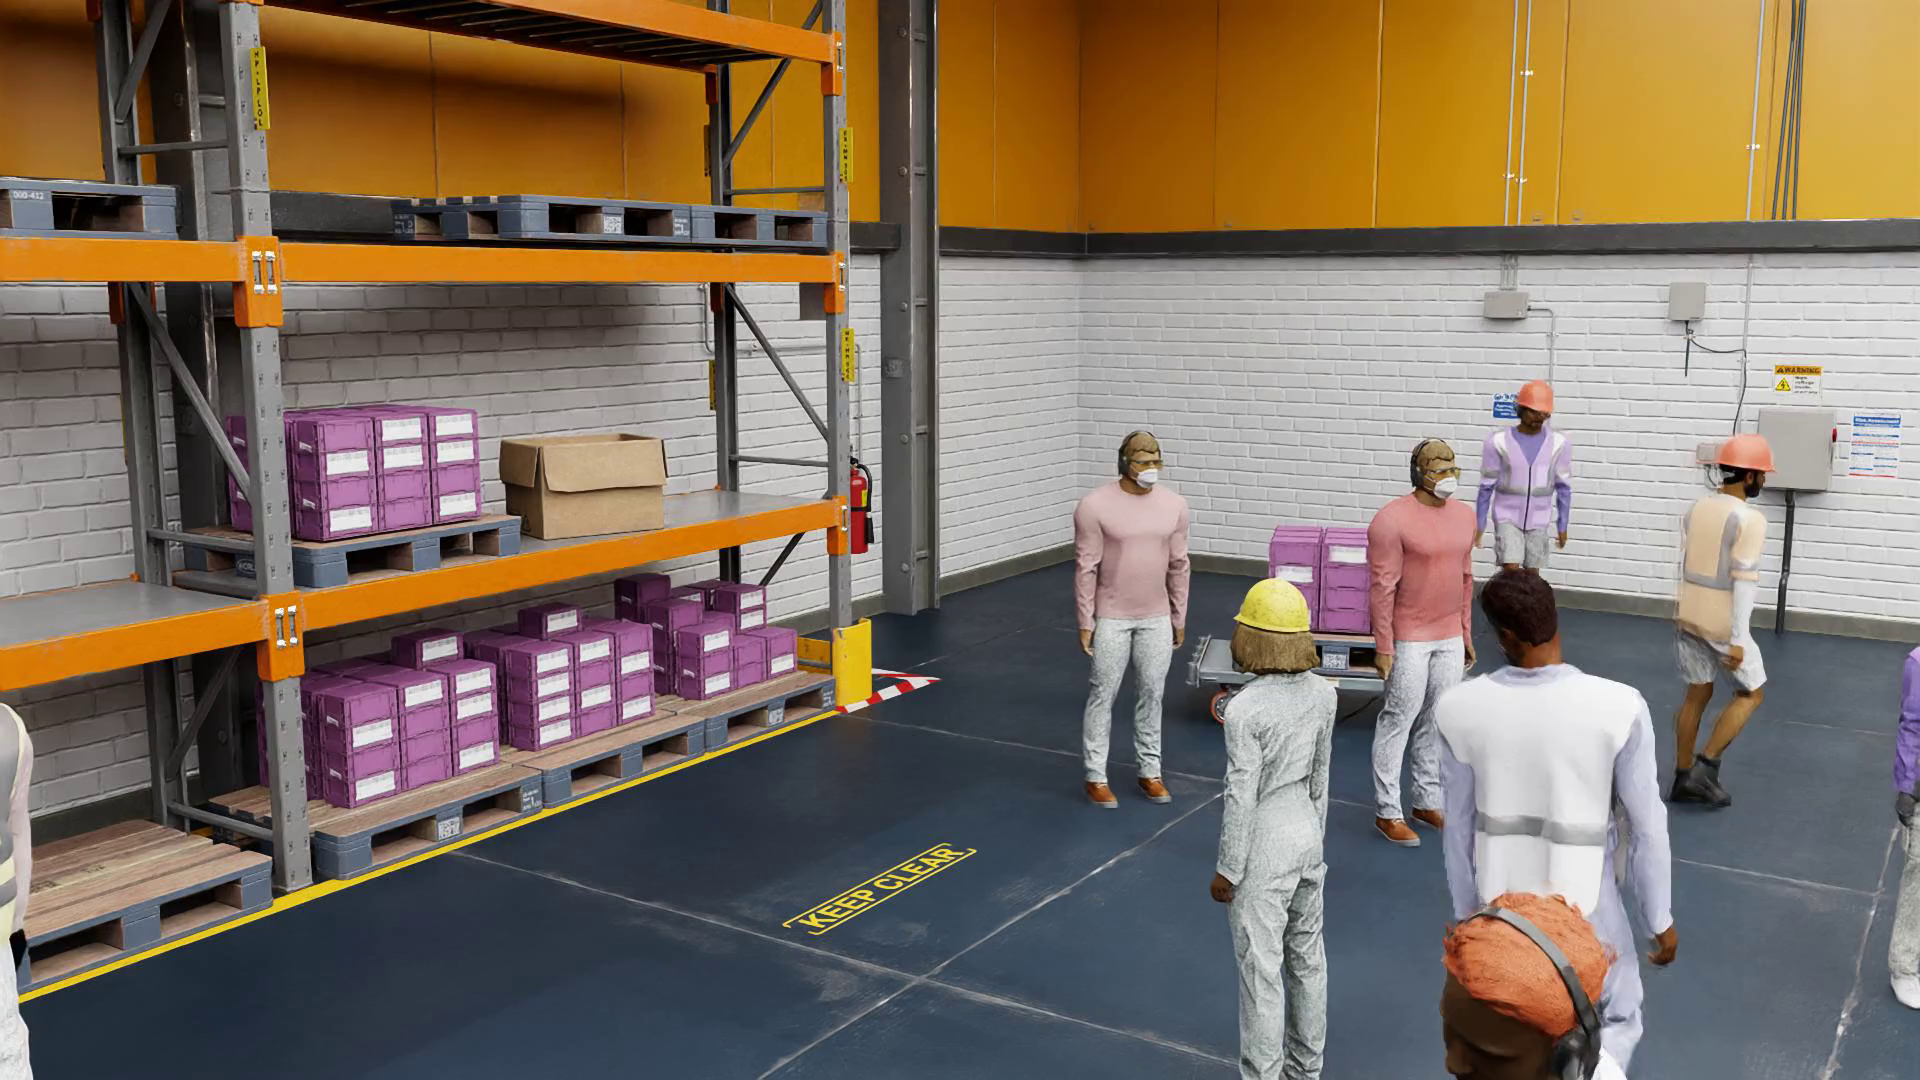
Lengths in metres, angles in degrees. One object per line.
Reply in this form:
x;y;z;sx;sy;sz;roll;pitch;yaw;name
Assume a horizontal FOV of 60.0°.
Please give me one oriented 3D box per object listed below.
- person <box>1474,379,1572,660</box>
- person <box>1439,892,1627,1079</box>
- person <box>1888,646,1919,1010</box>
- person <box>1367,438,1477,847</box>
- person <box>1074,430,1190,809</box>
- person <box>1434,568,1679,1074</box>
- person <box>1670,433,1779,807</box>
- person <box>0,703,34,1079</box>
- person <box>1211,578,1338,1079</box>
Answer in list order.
4.036;-0.173;11.997;0.653;2.006;0.879;1;9;6;person
0.882;1.367;2.478;0.372;1.855;0.752;3;9;20;person
3.665;0.920;6.070;0.510;1.629;0.316;0;9;3;person
2.214;0.479;7.937;0.634;1.939;0.367;-5;10;-30;person
0.878;0.401;8.487;0.633;1.932;0.364;-2;9;-15;person
1.658;1.014;4.683;0.655;1.866;0.518;7;11;40;person
3.863;0.418;8.410;0.461;1.914;0.569;-3;9;-16;person
-2.730;1.078;4.356;0.430;1.844;0.624;4;10;24;person
0.980;0.984;5.286;0.484;1.744;0.295;-8;12;-41;person
